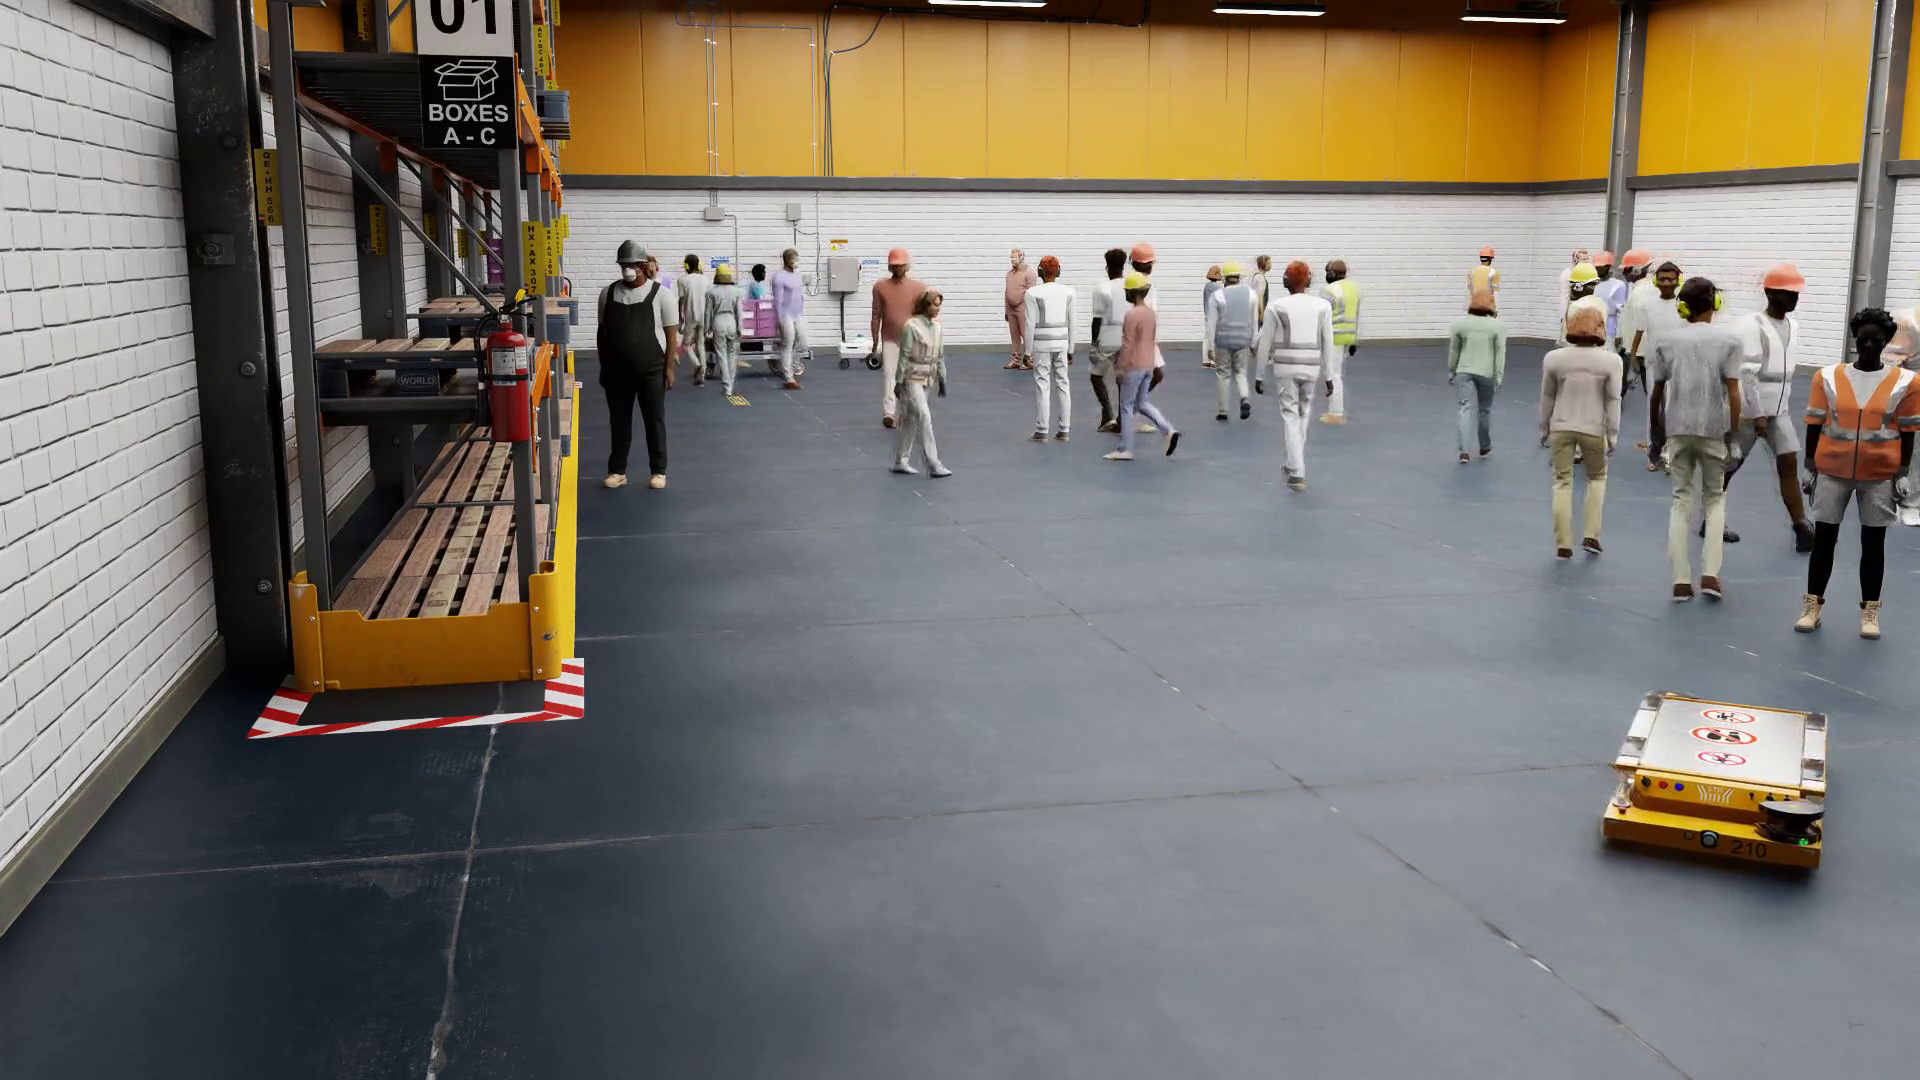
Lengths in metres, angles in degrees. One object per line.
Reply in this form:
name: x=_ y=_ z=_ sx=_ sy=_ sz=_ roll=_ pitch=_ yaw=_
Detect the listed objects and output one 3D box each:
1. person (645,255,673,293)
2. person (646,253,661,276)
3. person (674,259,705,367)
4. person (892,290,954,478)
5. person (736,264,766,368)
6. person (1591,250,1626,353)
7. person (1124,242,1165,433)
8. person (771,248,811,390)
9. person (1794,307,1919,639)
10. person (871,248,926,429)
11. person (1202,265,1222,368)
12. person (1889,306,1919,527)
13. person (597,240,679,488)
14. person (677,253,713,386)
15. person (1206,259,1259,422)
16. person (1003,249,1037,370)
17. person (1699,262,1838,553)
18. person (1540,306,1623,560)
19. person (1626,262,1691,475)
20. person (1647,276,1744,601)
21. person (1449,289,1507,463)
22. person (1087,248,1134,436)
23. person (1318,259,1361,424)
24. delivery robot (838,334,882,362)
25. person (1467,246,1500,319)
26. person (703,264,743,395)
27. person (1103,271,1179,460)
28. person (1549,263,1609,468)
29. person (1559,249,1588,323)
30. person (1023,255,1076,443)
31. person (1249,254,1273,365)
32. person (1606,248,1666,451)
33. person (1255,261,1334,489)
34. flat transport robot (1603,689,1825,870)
person: x=-4.175 y=-2.951 z=22.641 sx=0.581 sy=1.830 sz=0.646 roll=-2 pitch=11 yaw=-13
person: x=-4.747 y=-3.361 z=24.923 sx=0.665 sy=1.861 sz=0.951 roll=1 pitch=10 yaw=3
person: x=-4.193 y=-3.517 z=25.997 sx=0.583 sy=1.745 sz=0.534 roll=-2 pitch=10 yaw=-11
person: x=-0.289 y=-1.337 z=14.305 sx=0.789 sy=1.593 sz=0.524 roll=6 pitch=12 yaw=31
person: x=-3.189 y=-3.574 z=26.582 sx=0.906 sy=1.641 sz=0.538 roll=-2 pitch=10 yaw=-9
person: x=7.744 y=-2.535 z=20.103 sx=0.552 sy=1.923 sz=0.568 roll=8 pitch=13 yaw=38
person: x=1.915 y=-2.118 z=17.514 sx=0.426 sy=2.015 sz=0.616 roll=8 pitch=13 yaw=39
person: x=-2.290 y=-2.993 z=22.598 sx=0.438 sy=1.925 sz=0.656 roll=6 pitch=12 yaw=30
person: x=4.608 y=-0.342 z=8.551 sx=0.535 sy=1.698 sz=0.318 roll=6 pitch=12 yaw=31
person: x=-0.651 y=-2.174 z=18.011 sx=0.649 sy=1.939 sz=1.005 roll=0 pitch=10 yaw=2
person: x=4.044 y=-3.547 z=26.479 sx=0.280 sy=1.636 sz=0.502 roll=-4 pitch=11 yaw=-22
person: x=6.810 y=-0.992 z=11.595 sx=0.609 sy=1.891 sz=0.855 roll=2 pitch=10 yaw=12
person: x=-2.670 y=-1.431 z=13.637 sx=0.673 sy=2.000 sz=0.536 roll=1 pitch=10 yaw=7
person: x=-3.687 y=-3.056 z=23.161 sx=0.559 sy=1.848 sz=0.442 roll=-6 pitch=12 yaw=-30
person: x=3.023 y=-2.201 z=18.501 sx=0.611 sy=1.821 sz=0.490 roll=-2 pitch=10 yaw=-11
person: x=0.932 y=-3.634 z=26.236 sx=0.403 sy=1.904 sz=0.669 roll=-8 pitch=13 yaw=-39
person: x=5.330 y=-0.867 z=10.938 sx=0.549 sy=1.883 sz=1.006 roll=-4 pitch=11 yaw=-23
person: x=3.973 y=-0.682 z=10.670 sx=0.502 sy=1.617 sz=0.493 roll=5 pitch=11 yaw=27
person: x=6.114 y=-1.487 z=14.480 sx=0.570 sy=1.838 sz=0.774 roll=5 pitch=11 yaw=25
person: x=4.170 y=-0.572 z=9.456 sx=0.551 sy=1.827 sz=0.515 roll=7 pitch=13 yaw=35
person: x=4.770 y=-1.519 z=15.367 sx=0.517 sy=1.584 sz=0.860 roll=5 pitch=11 yaw=24
person: x=1.618 y=-2.041 z=17.258 sx=0.638 sy=1.949 sz=0.429 roll=-4 pitch=11 yaw=-20
person: x=4.122 y=-2.202 z=18.519 sx=0.536 sy=1.824 sz=0.630 roll=9 pitch=13 yaw=40
delivery robot: x=-1.561 y=-3.018 z=26.284 sx=0.707 sy=0.478 sz=0.477 roll=1 pitch=10 yaw=4
person: x=8.554 y=-3.822 z=27.201 sx=0.540 sy=1.931 sz=0.382 roll=8 pitch=13 yaw=36
person: x=-3.175 y=-2.802 z=22.148 sx=0.495 sy=1.714 sz=0.783 roll=-5 pitch=11 yaw=-27
person: x=1.663 y=-1.588 z=15.315 sx=0.639 sy=1.752 sz=0.544 roll=7 pitch=12 yaw=33
person: x=5.561 y=-1.565 z=14.955 sx=0.404 sy=1.832 sz=0.597 roll=10 pitch=14 yaw=43
person: x=9.158 y=-3.360 z=24.728 sx=0.645 sy=1.903 sz=0.401 roll=-8 pitch=13 yaw=-39
person: x=0.901 y=-1.922 z=16.794 sx=0.575 sy=1.882 sz=0.359 roll=-4 pitch=11 yaw=-23
person: x=4.779 y=-3.720 z=26.980 sx=0.888 sy=1.817 sz=0.518 roll=2 pitch=10 yaw=11
person: x=6.479 y=-1.841 z=16.163 sx=0.995 sy=1.939 sz=0.605 roll=9 pitch=13 yaw=40
person: x=2.750 y=-1.383 z=13.874 sx=0.612 sy=1.852 sz=0.854 roll=-2 pitch=10 yaw=-9
flat transport robot: x=2.772 y=0.825 z=6.041 sx=0.652 sy=0.197 sz=1.431 roll=5 pitch=12 yaw=27
